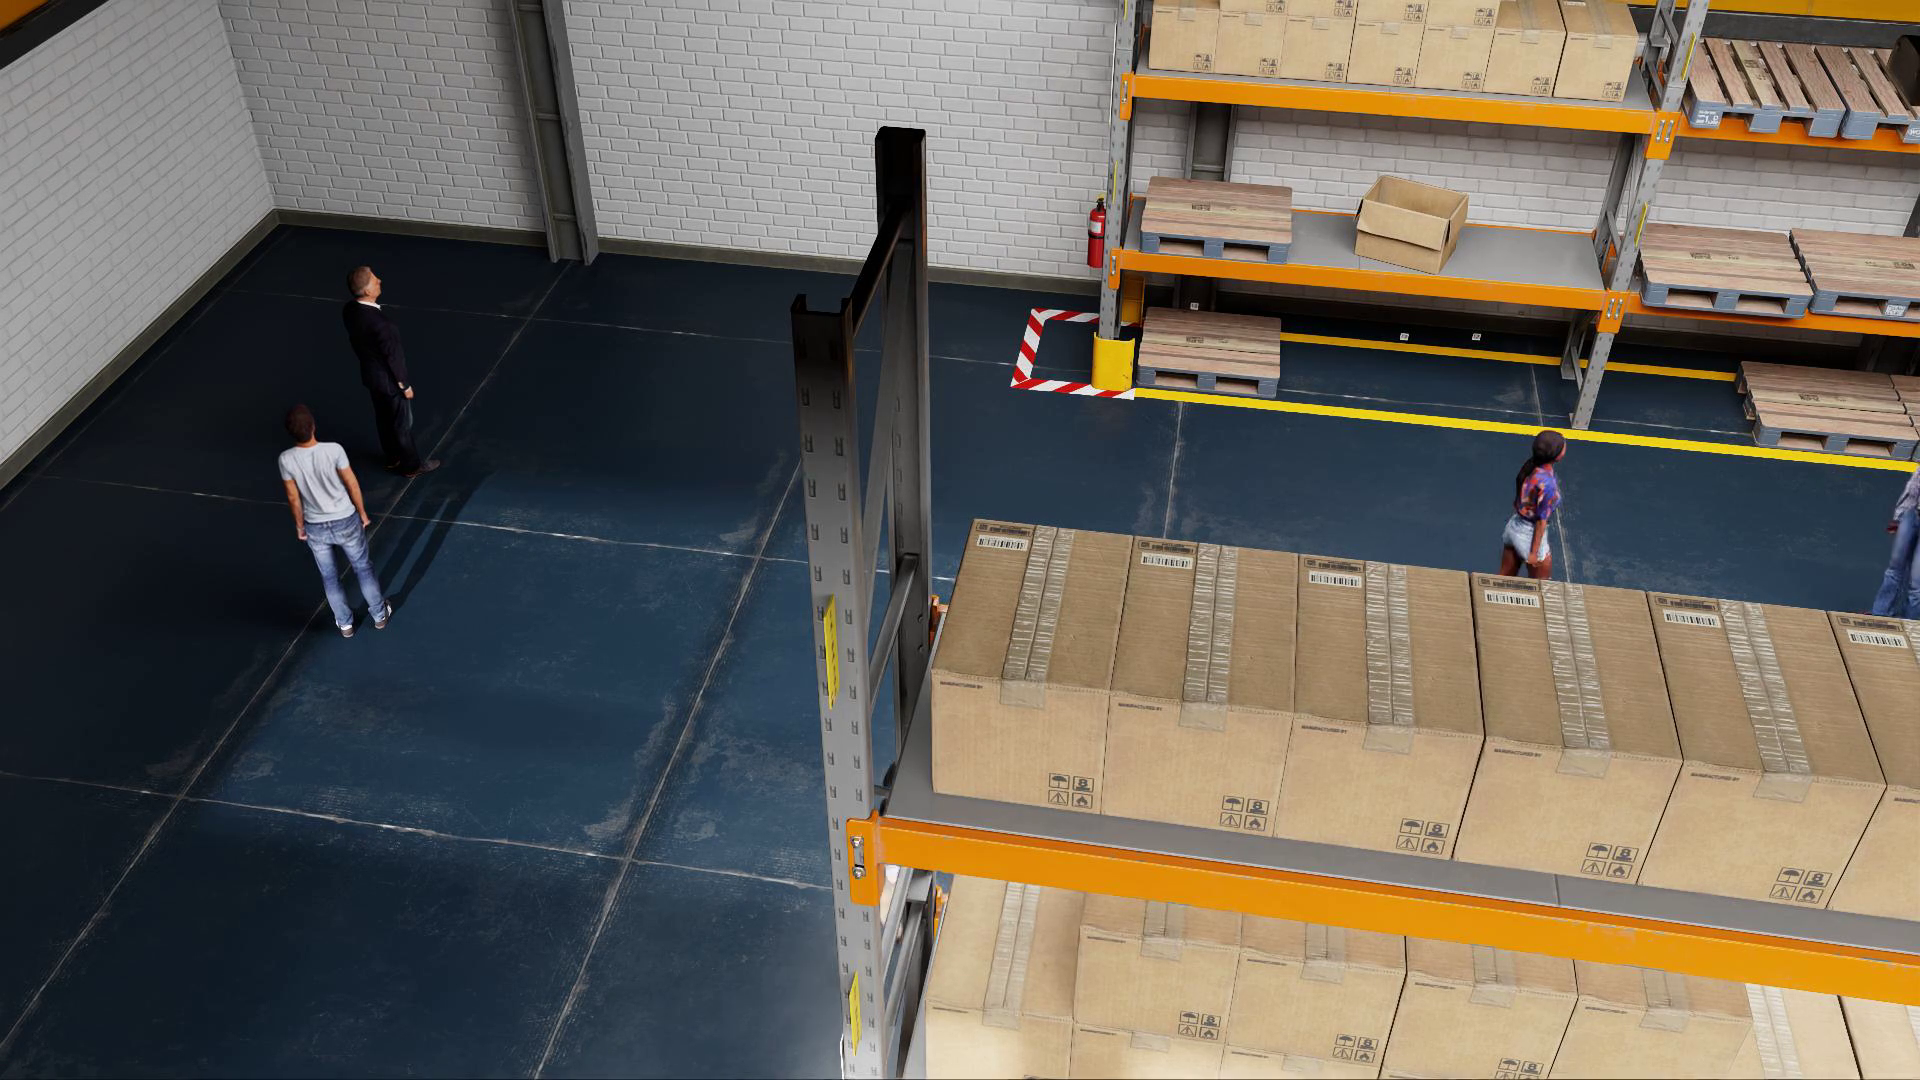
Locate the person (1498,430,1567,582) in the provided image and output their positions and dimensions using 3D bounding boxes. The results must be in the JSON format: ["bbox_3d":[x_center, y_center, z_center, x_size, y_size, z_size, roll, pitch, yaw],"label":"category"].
[{"bbox_3d":[3.771,0.001,11.343,0.680,1.726,0.672,-4,39,-5],"label":"person"}]

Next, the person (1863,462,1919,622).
[{"bbox_3d":[6.593,-0.062,11.374,0.726,1.786,0.753,-4,39,-5],"label":"person"}]

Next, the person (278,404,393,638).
[{"bbox_3d":[-4.303,-0.123,11.386,0.654,1.865,0.776,-12,40,-14],"label":"person"}]

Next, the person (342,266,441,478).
[{"bbox_3d":[-4.475,-1.313,12.917,0.715,1.815,0.842,28,47,31],"label":"person"}]
